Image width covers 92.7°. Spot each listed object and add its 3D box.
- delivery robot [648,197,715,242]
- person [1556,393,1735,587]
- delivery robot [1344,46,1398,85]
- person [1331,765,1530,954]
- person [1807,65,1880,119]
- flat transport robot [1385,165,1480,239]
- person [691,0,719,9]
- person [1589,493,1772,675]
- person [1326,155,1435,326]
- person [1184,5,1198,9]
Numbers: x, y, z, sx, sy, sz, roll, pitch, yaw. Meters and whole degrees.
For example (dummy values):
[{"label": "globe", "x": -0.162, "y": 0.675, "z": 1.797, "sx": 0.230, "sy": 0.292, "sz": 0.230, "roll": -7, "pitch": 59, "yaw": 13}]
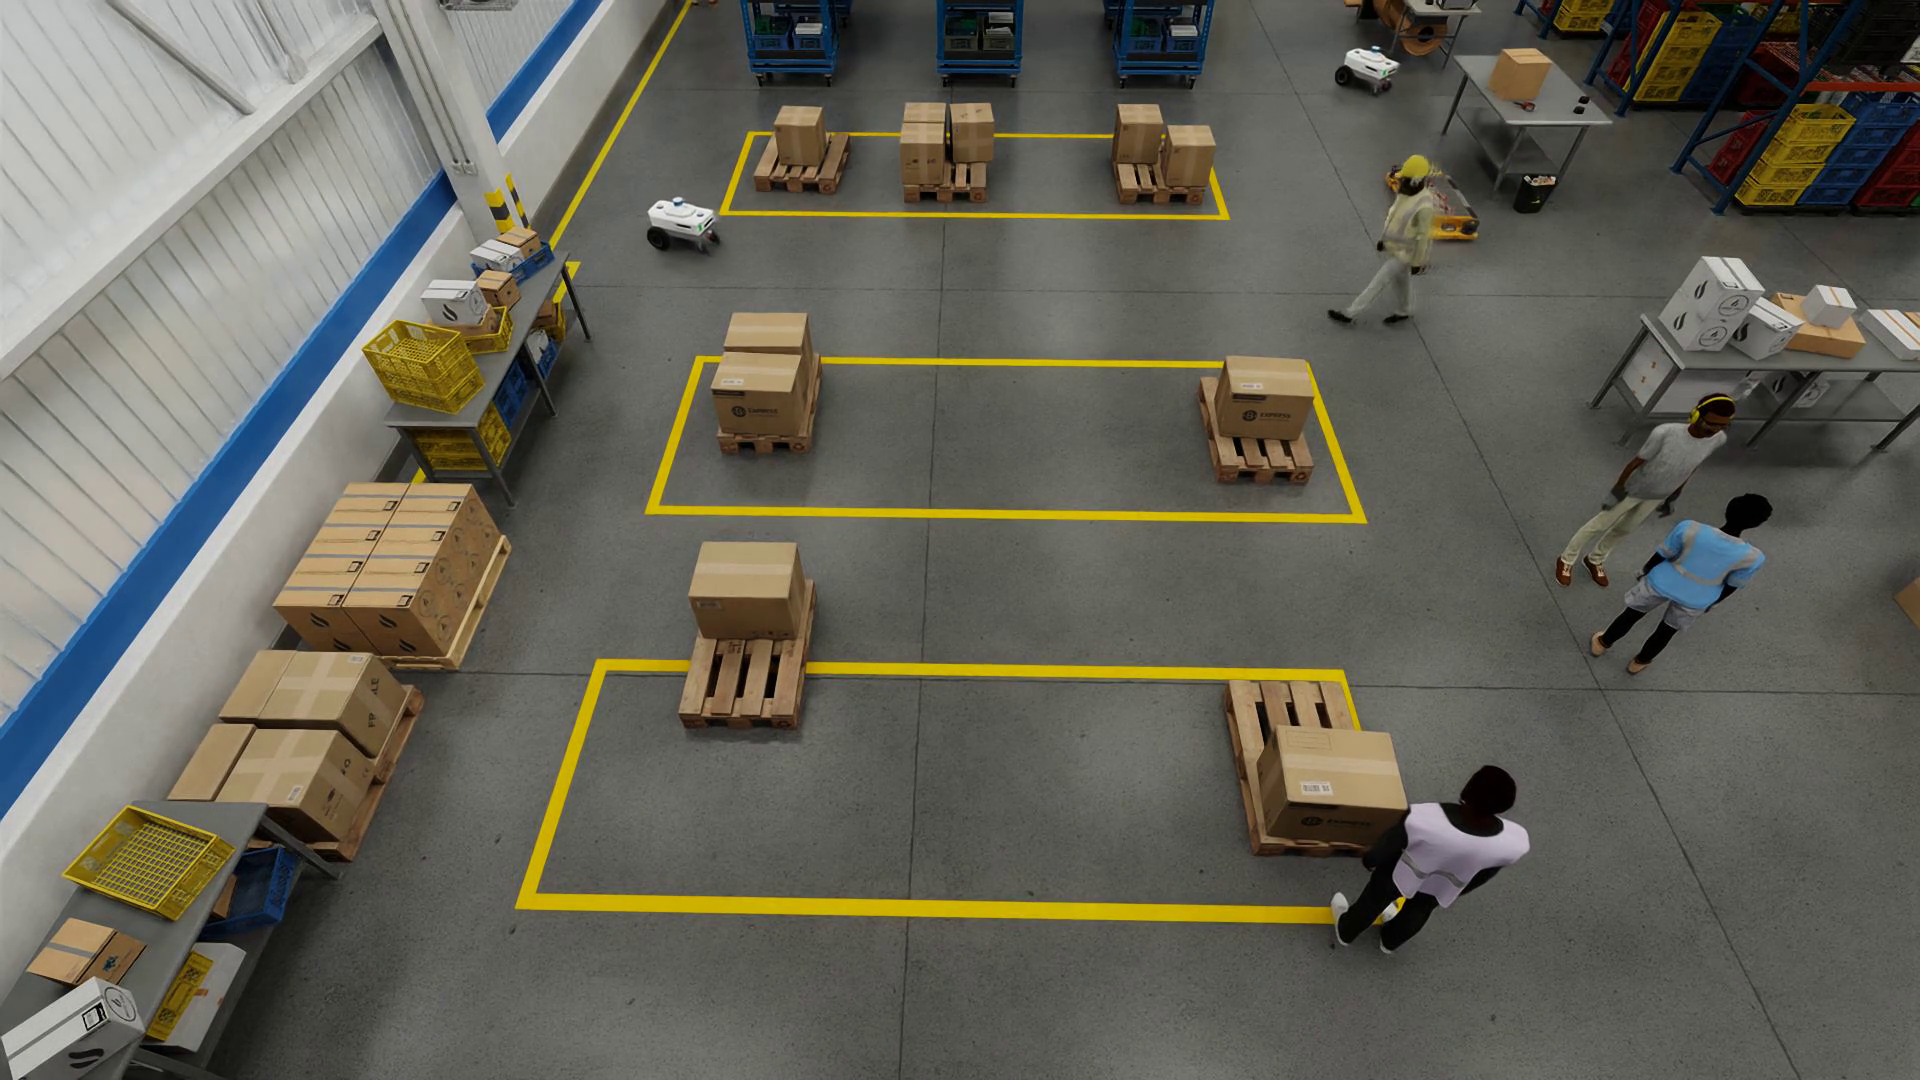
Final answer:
[{"label": "delivery robot", "x": -3.162, "y": -3.653, "z": 10.431, "sx": 0.707, "sy": 0.478, "sz": 0.477, "roll": 15, "pitch": 51, "yaw": 12}, {"label": "person", "x": 5.049, "y": -0.334, "z": 6.753, "sx": 0.517, "sy": 1.874, "sz": 0.328, "roll": 3, "pitch": 49, "yaw": 3}, {"label": "delivery robot", "x": 5.903, "y": -6.832, "z": 13.182, "sx": 0.477, "sy": 0.478, "sz": 0.707, "roll": -32, "pitch": 56, "yaw": -25}, {"label": "person", "x": 2.479, "y": 1.773, "z": 4.908, "sx": 0.582, "sy": 1.910, "sz": 0.391, "roll": 11, "pitch": 50, "yaw": 9}, {"label": "person", "x": 11.975, "y": -6.436, "z": 12.034, "sx": 0.431, "sy": 1.880, "sz": 0.621, "roll": -17, "pitch": 51, "yaw": -14}, {"label": "flat transport robot", "x": 5.692, "y": -4.094, "z": 11.059, "sx": 0.652, "sy": 0.197, "sz": 1.431, "roll": 1, "pitch": 49, "yaw": 1}, {"label": "person", "x": -4.324, "y": -9.741, "z": 14.825, "sx": 0.612, "sy": 1.985, "sz": 0.416, "roll": -3, "pitch": 49, "yaw": -3}, {"label": "person", "x": 4.942, "y": 0.324, "z": 6.300, "sx": 0.531, "sy": 1.692, "sz": 0.320, "roll": 33, "pitch": 57, "yaw": 26}, {"label": "person", "x": 4.290, "y": -2.896, "z": 9.038, "sx": 0.963, "sy": 1.767, "sz": 0.598, "roll": 4, "pitch": 49, "yaw": 3}, {"label": "person", "x": 3.667, "y": -9.664, "z": 15.002, "sx": 0.825, "sy": 1.606, "sz": 0.522, "roll": 24, "pitch": 53, "yaw": 20}]
